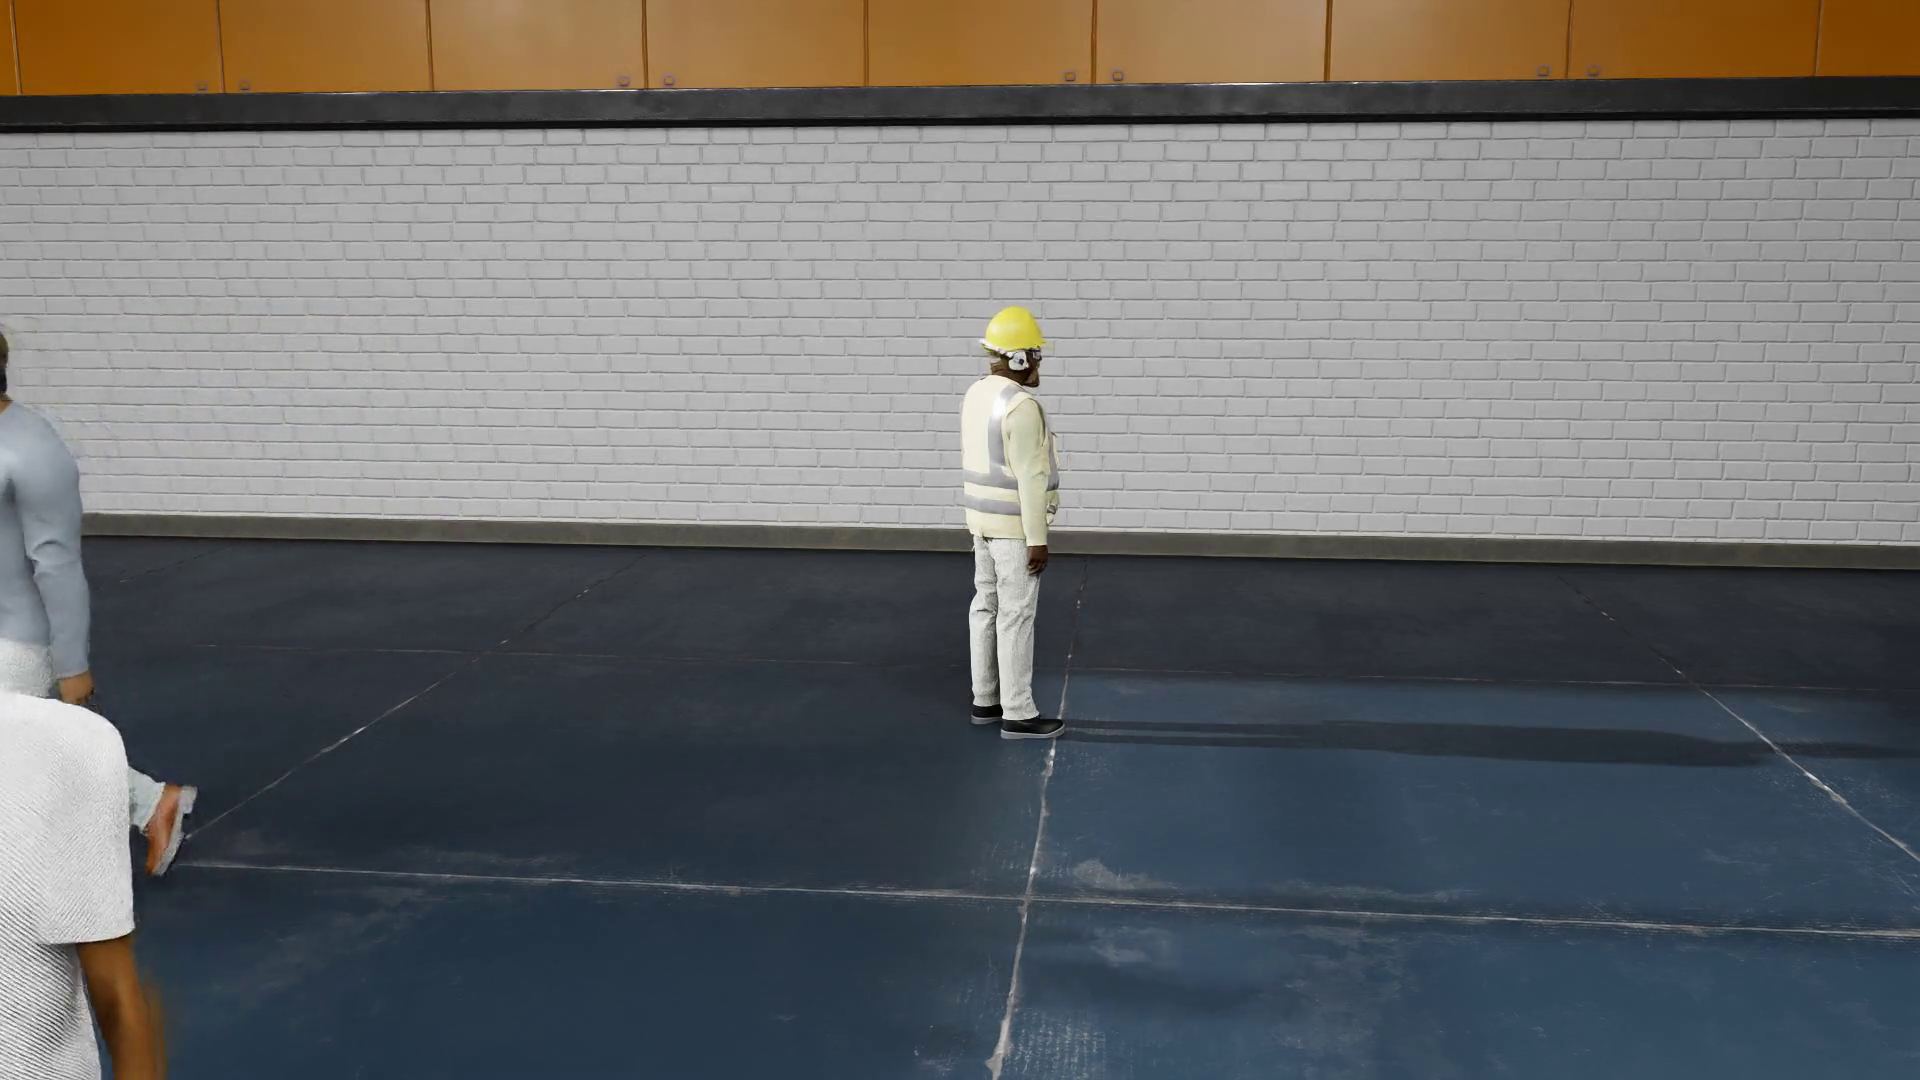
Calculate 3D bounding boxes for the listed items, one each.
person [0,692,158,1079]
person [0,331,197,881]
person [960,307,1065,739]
[{"bbox_3d":[-1.201,0.816,2.005,0.530,1.853,0.523,-3,10,-14],"label":"person"},{"bbox_3d":[-2.697,0.272,4.933,0.658,1.908,0.762,7,12,36],"label":"person"},{"bbox_3d":[0.223,-0.070,7.111,0.403,1.833,0.591,-5,11,-26],"label":"person"}]
